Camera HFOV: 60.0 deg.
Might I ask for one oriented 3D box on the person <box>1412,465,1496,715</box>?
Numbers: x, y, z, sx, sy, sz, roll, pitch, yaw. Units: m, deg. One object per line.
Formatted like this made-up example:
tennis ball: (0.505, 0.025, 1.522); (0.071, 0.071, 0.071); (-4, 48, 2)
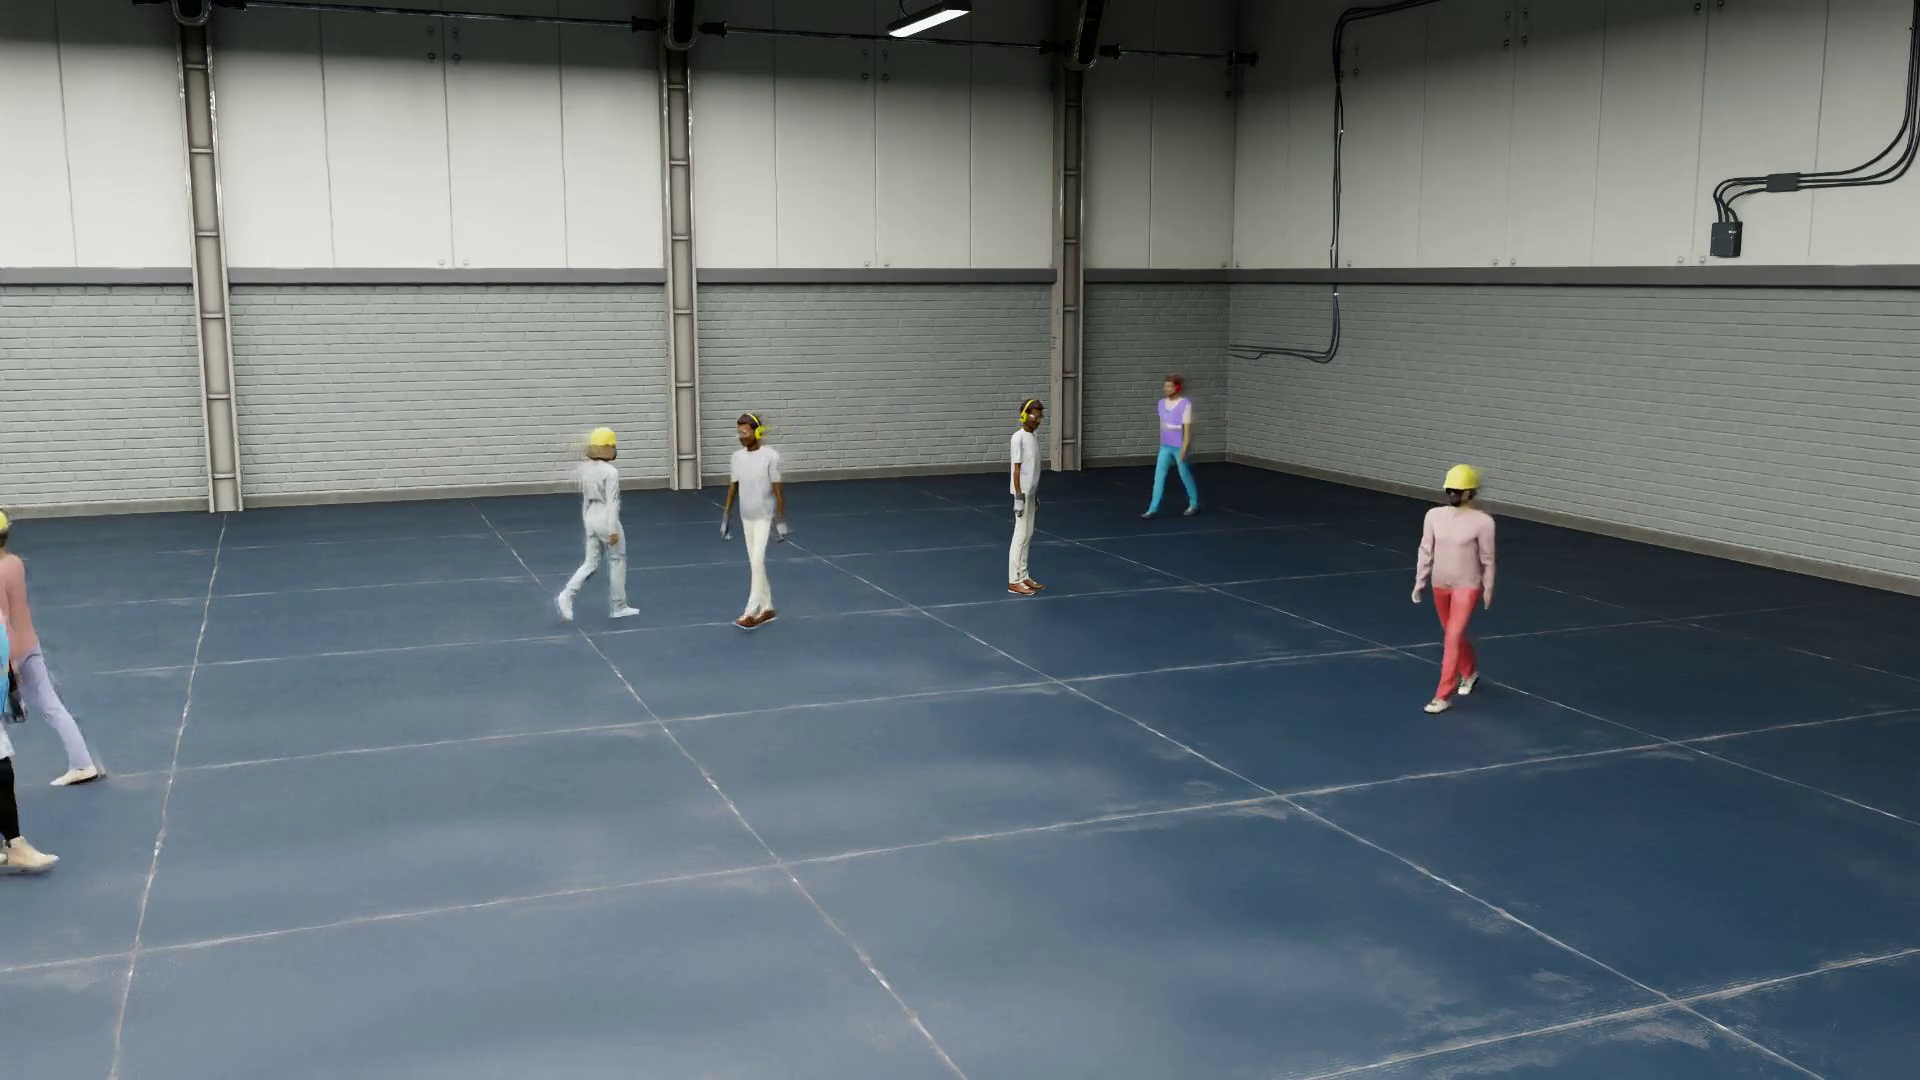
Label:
person: (3.523, 0.313, 11.749); (0.901, 1.726, 0.521); (-9, 13, -44)

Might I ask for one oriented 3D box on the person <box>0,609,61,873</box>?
person: (-4.852, 0.860, 8.426); (0.683, 1.671, 0.552); (-1, 9, -8)

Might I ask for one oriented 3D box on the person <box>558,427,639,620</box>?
person: (-3.180, -0.136, 14.569); (0.496, 1.716, 0.731); (7, 12, 39)

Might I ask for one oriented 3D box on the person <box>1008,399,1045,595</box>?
person: (0.650, -0.420, 15.910); (0.327, 1.863, 0.535); (3, 10, 21)

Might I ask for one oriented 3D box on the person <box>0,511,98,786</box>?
person: (-5.574, 0.645, 9.694); (0.933, 1.717, 0.528); (-1, 9, -9)

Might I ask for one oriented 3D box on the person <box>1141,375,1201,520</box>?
person: (2.693, -1.163, 20.801); (0.960, 1.798, 0.583); (-7, 12, -39)

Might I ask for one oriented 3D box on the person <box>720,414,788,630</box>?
person: (-1.833, -0.148, 14.251); (0.561, 1.841, 0.770); (6, 11, 32)
